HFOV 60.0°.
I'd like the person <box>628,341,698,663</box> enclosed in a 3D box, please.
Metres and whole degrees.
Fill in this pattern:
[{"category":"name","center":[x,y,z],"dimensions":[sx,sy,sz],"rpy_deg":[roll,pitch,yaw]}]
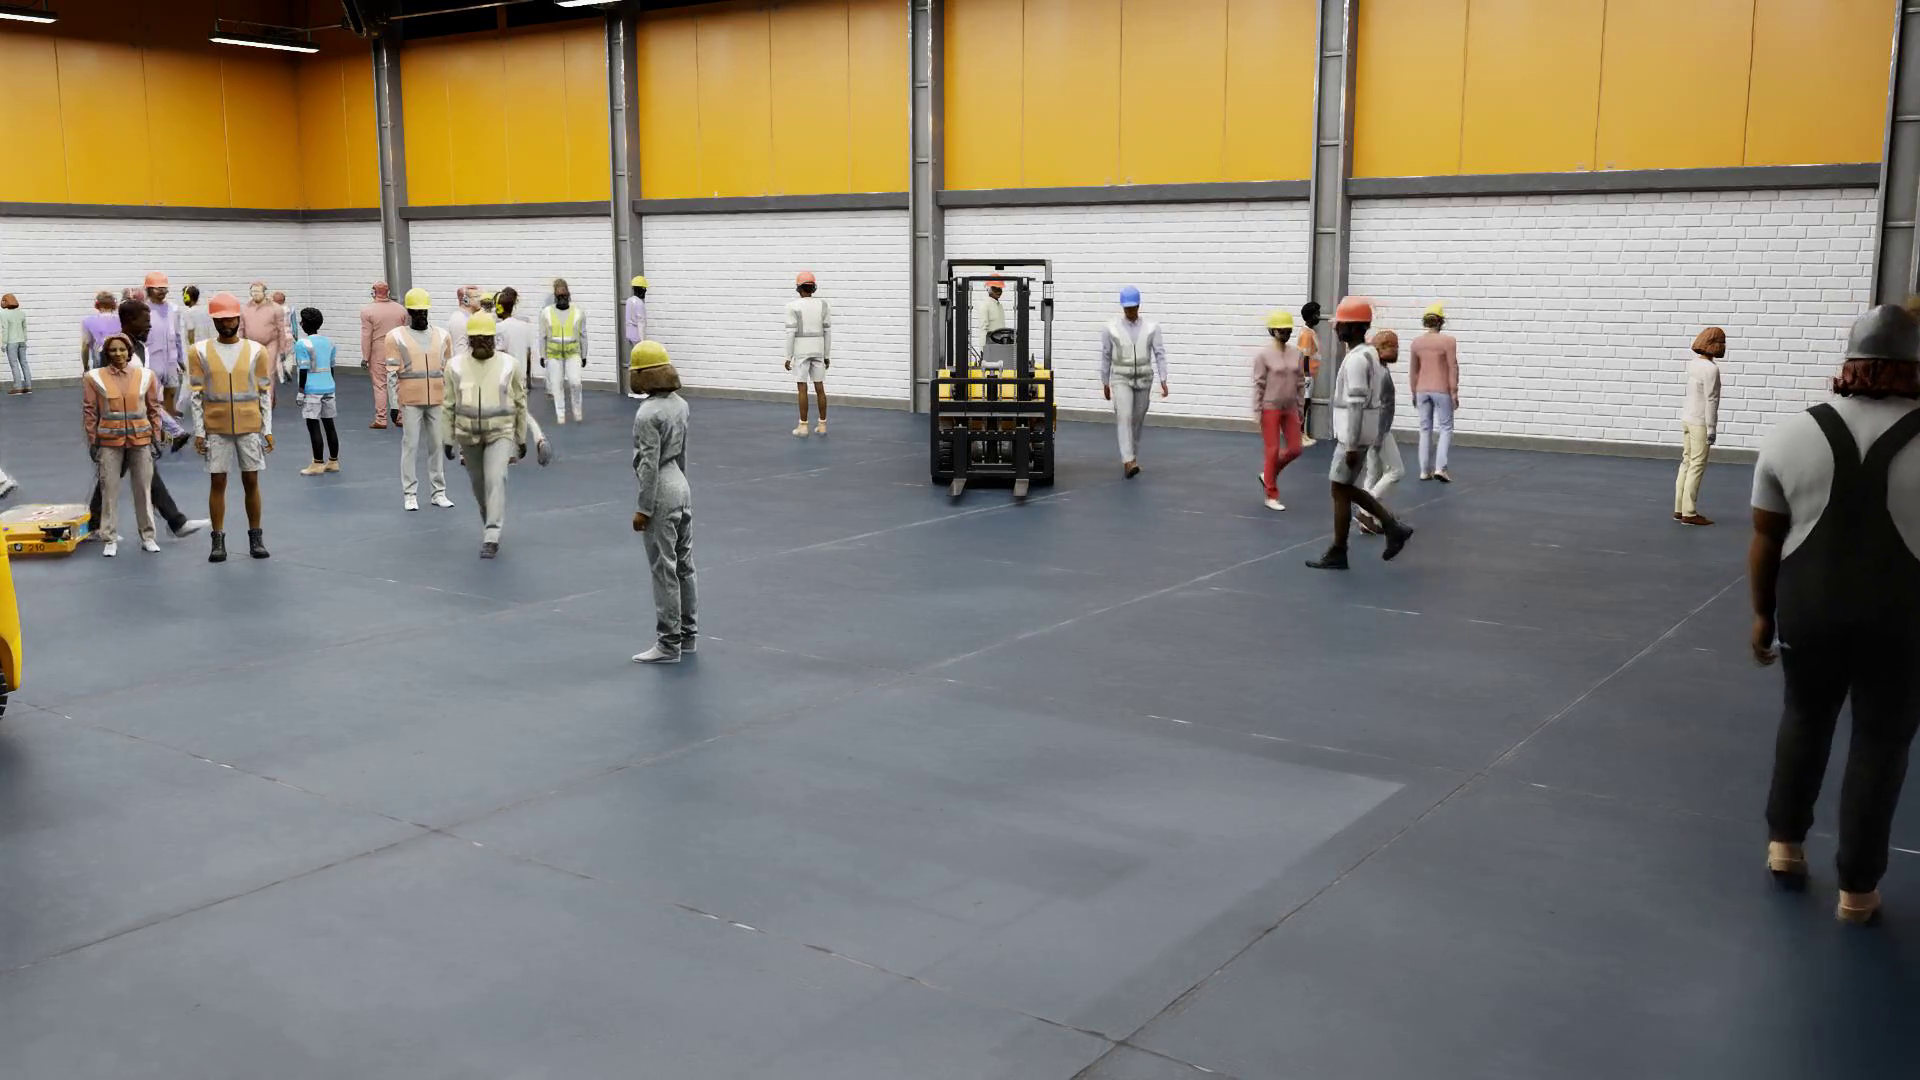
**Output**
[{"category":"person","center":[-1.628,-0.203,8.982],"dimensions":[0.311,1.736,0.483],"rpy_deg":[3,10,16]}]

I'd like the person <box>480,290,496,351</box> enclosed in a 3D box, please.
[{"category":"person","center":[-6.504,-2.565,22.996],"dimensions":[0.527,1.756,0.418],"rpy_deg":[-2,10,-12]}]

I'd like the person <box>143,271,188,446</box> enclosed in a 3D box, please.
[{"category":"person","center":[-9.363,-2.126,19.515],"dimensions":[0.396,2.042,0.611],"rpy_deg":[6,11,30]}]

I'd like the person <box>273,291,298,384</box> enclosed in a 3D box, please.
[{"category":"person","center":[-11.911,-3.550,29.222],"dimensions":[0.530,1.622,0.387],"rpy_deg":[-2,10,-12]}]

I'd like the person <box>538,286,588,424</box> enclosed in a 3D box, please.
[{"category":"person","center":[-5.266,-2.444,22.082],"dimensions":[0.644,1.828,0.461],"rpy_deg":[-2,10,-12]}]

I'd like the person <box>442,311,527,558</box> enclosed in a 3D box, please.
[{"category":"person","center":[-3.538,-0.811,12.413],"dimensions":[0.596,1.797,0.908],"rpy_deg":[-1,10,-4]}]

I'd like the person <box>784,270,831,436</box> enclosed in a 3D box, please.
[{"category":"person","center":[-1.890,-2.299,20.547],"dimensions":[0.611,2.042,0.395],"rpy_deg":[-5,11,-29]}]

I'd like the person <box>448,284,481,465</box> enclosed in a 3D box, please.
[{"category":"person","center":[-5.188,-1.755,17.701],"dimensions":[0.407,1.914,0.639],"rpy_deg":[-1,10,-4]}]

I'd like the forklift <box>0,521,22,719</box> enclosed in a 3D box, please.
[{"category":"forklift","center":[-5.296,-0.090,6.943],"dimensions":[1.214,2.155,2.313],"rpy_deg":[7,12,35]}]

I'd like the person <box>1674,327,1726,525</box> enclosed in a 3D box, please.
[{"category":"person","center":[6.089,-0.933,13.660],"dimensions":[0.281,1.624,0.494],"rpy_deg":[1,10,4]}]

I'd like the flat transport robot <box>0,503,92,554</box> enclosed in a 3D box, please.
[{"category":"flat transport robot","center":[-7.013,-0.104,12.743],"dimensions":[0.652,0.197,1.431],"rpy_deg":[-2,10,-14]}]

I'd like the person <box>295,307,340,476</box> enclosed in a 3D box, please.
[{"category":"person","center":[-6.505,-1.496,16.797],"dimensions":[0.315,1.696,0.541],"rpy_deg":[3,10,17]}]

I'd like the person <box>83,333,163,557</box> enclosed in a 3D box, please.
[{"category":"person","center":[-6.148,-0.705,12.252],"dimensions":[0.514,1.641,0.315],"rpy_deg":[-6,11,-34]}]

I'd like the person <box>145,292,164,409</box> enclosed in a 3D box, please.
[{"category":"person","center":[-11.807,-2.859,24.515],"dimensions":[0.594,1.828,1.013],"rpy_deg":[-2,10,-13]}]

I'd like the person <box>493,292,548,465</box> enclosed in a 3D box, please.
[{"category":"person","center":[-4.656,-1.691,17.530],"dimensions":[0.696,1.840,0.549],"rpy_deg":[6,11,34]}]

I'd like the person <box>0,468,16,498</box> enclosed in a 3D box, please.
[{"category":"person","center":[-8.995,-1.152,15.026],"dimensions":[0.832,1.601,0.509],"rpy_deg":[-1,10,-6]}]

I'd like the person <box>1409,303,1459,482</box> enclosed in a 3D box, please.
[{"category":"person","center":[4.659,-1.436,16.348],"dimensions":[0.380,1.737,0.582],"rpy_deg":[-9,13,-43]}]

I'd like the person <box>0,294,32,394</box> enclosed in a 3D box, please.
[{"category":"person","center":[-15.340,-3.175,26.979],"dimensions":[0.267,1.632,0.507],"rpy_deg":[2,10,13]}]

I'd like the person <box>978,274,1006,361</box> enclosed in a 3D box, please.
[{"category":"person","center":[0.441,-2.506,21.925],"dimensions":[0.381,1.991,0.625],"rpy_deg":[4,10,23]}]

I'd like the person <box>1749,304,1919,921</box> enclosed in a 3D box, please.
[{"category":"person","center":[3.040,0.220,5.553],"dimensions":[0.697,2.000,0.622],"rpy_deg":[8,12,39]}]

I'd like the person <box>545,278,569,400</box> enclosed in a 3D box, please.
[{"category":"person","center":[-6.315,-3.133,26.004],"dimensions":[0.374,1.900,0.784],"rpy_deg":[-5,11,-27]}]

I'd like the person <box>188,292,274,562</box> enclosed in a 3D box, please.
[{"category":"person","center":[-5.249,-0.815,12.017],"dimensions":[0.543,1.939,0.371],"rpy_deg":[-5,11,-25]}]

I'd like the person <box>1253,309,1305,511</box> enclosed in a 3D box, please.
[{"category":"person","center":[2.759,-1.140,14.506],"dimensions":[0.538,1.748,0.444],"rpy_deg":[-4,10,-23]}]

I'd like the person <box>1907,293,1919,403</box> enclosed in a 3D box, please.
[{"category":"person","center":[8.451,-1.262,14.876],"dimensions":[1.035,1.887,0.650],"rpy_deg":[-2,10,-12]}]

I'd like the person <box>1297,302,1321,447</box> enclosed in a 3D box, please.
[{"category":"person","center":[4.049,-1.931,19.409],"dimensions":[0.321,1.689,0.530],"rpy_deg":[3,10,15]}]

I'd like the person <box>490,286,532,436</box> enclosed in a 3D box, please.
[{"category":"person","center":[-5.479,-2.159,20.281],"dimensions":[0.546,1.853,0.484],"rpy_deg":[-6,11,-30]}]

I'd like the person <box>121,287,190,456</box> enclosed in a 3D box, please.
[{"category":"person","center":[-8.873,-1.819,18.179],"dimensions":[0.540,1.879,0.684],"rpy_deg":[0,10,-2]}]

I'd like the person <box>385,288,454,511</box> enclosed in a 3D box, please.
[{"category":"person","center":[-4.673,-1.222,14.477],"dimensions":[0.595,1.925,0.372],"rpy_deg":[-8,12,-38]}]

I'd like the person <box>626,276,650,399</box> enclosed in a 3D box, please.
[{"category":"person","center":[-5.050,-3.176,26.126],"dimensions":[0.382,1.923,0.591],"rpy_deg":[-5,11,-27]}]

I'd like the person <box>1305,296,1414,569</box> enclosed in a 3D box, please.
[{"category":"person","center":[2.783,-0.729,11.550],"dimensions":[0.630,1.926,0.558],"rpy_deg":[4,10,23]}]

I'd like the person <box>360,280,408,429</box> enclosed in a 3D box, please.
[{"category":"person","center":[-7.437,-2.386,21.471],"dimensions":[0.407,1.910,0.638],"rpy_deg":[9,13,42]}]

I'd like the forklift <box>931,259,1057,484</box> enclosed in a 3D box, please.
[{"category":"forklift","center":[0.370,-1.738,16.759],"dimensions":[1.214,2.155,2.313],"rpy_deg":[1,10,3]}]

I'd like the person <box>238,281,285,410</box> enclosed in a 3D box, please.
[{"category":"person","center":[-9.905,-2.740,23.655],"dimensions":[0.650,1.884,0.785],"rpy_deg":[0,10,-1]}]

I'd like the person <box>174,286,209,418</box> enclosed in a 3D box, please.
[{"category":"person","center":[-10.471,-2.557,22.763],"dimensions":[0.975,1.816,0.532],"rpy_deg":[3,10,18]}]

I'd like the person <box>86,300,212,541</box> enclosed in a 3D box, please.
[{"category":"person","center":[-6.321,-0.905,12.792],"dimensions":[1.030,1.857,0.612],"rpy_deg":[-1,10,-5]}]

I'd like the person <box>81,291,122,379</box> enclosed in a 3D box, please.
[{"category":"person","center":[-9.859,-1.960,19.236],"dimensions":[0.885,1.796,0.554],"rpy_deg":[8,12,40]}]

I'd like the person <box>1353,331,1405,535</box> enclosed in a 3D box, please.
[{"category":"person","center":[3.310,-0.826,13.035],"dimensions":[0.338,1.624,0.505],"rpy_deg":[0,10,0]}]

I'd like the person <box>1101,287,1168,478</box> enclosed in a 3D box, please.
[{"category":"person","center":[1.751,-1.570,16.650],"dimensions":[0.620,1.888,1.004],"rpy_deg":[-1,10,-6]}]
